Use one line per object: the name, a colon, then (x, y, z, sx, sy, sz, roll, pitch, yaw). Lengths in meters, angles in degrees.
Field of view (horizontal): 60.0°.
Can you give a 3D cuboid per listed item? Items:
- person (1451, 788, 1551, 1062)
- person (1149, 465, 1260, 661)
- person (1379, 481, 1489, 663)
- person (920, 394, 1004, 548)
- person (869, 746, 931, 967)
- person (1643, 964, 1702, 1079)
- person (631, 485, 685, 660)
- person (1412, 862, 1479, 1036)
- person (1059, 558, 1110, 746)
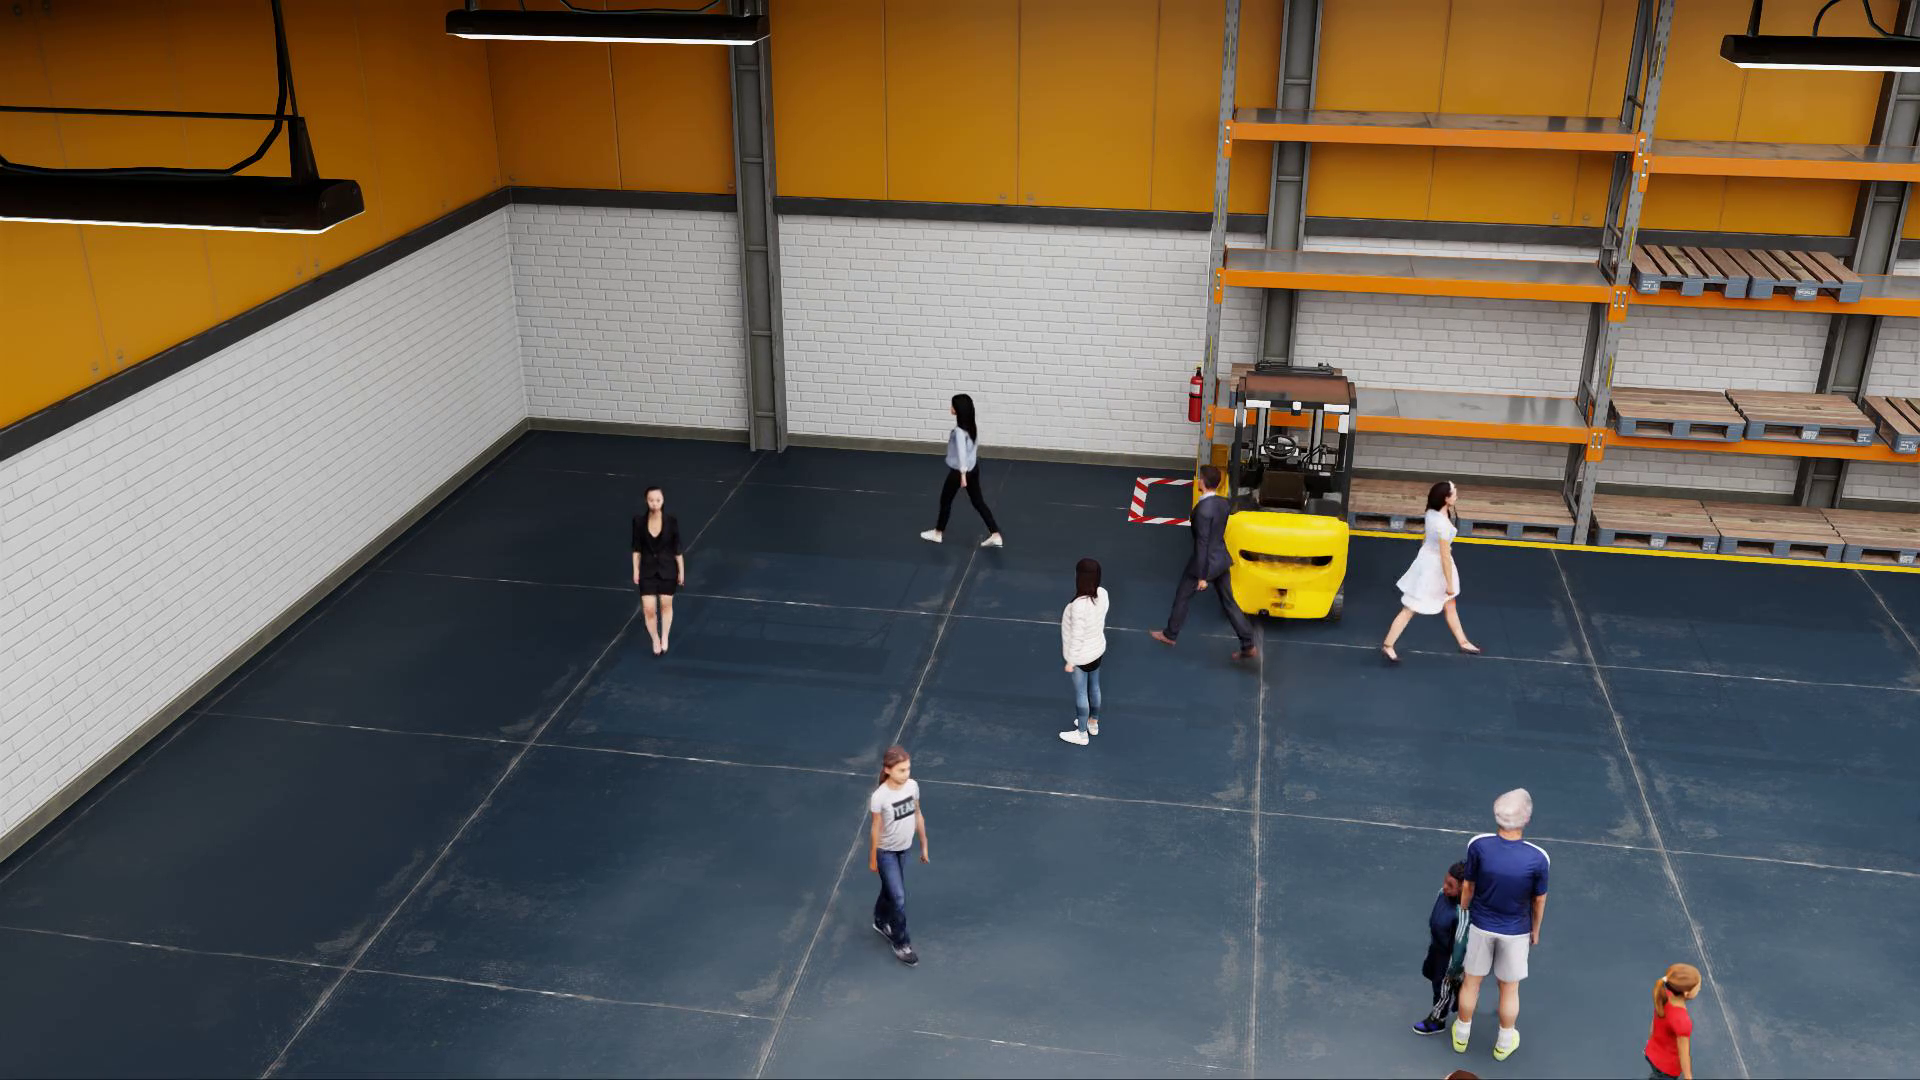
person: (3.279, 2.340, 10.138, 0.541, 1.834, 0.735, 9, 25, 20)
person: (2.318, 0.267, 14.914, 1.395, 1.808, 1.091, 17, 29, 34)
person: (4.095, 0.349, 14.784, 1.224, 1.763, 0.738, 1, 24, 3)
person: (0.123, -0.667, 17.233, 1.191, 1.662, 0.751, 9, 25, 19)
person: (-0.498, 2.042, 11.184, 0.801, 1.543, 0.888, -20, 30, -38)
person: (3.912, 2.959, 9.412, 0.868, 1.283, 0.566, 1, 24, 3)
person: (-2.741, 0.272, 15.061, 0.674, 1.680, 0.773, -5, 24, -10)
person: (3.113, 2.542, 10.407, 0.735, 1.250, 0.624, -3, 24, -7)
person: (1.037, 0.901, 13.675, 0.683, 1.638, 0.693, 15, 28, 31)
